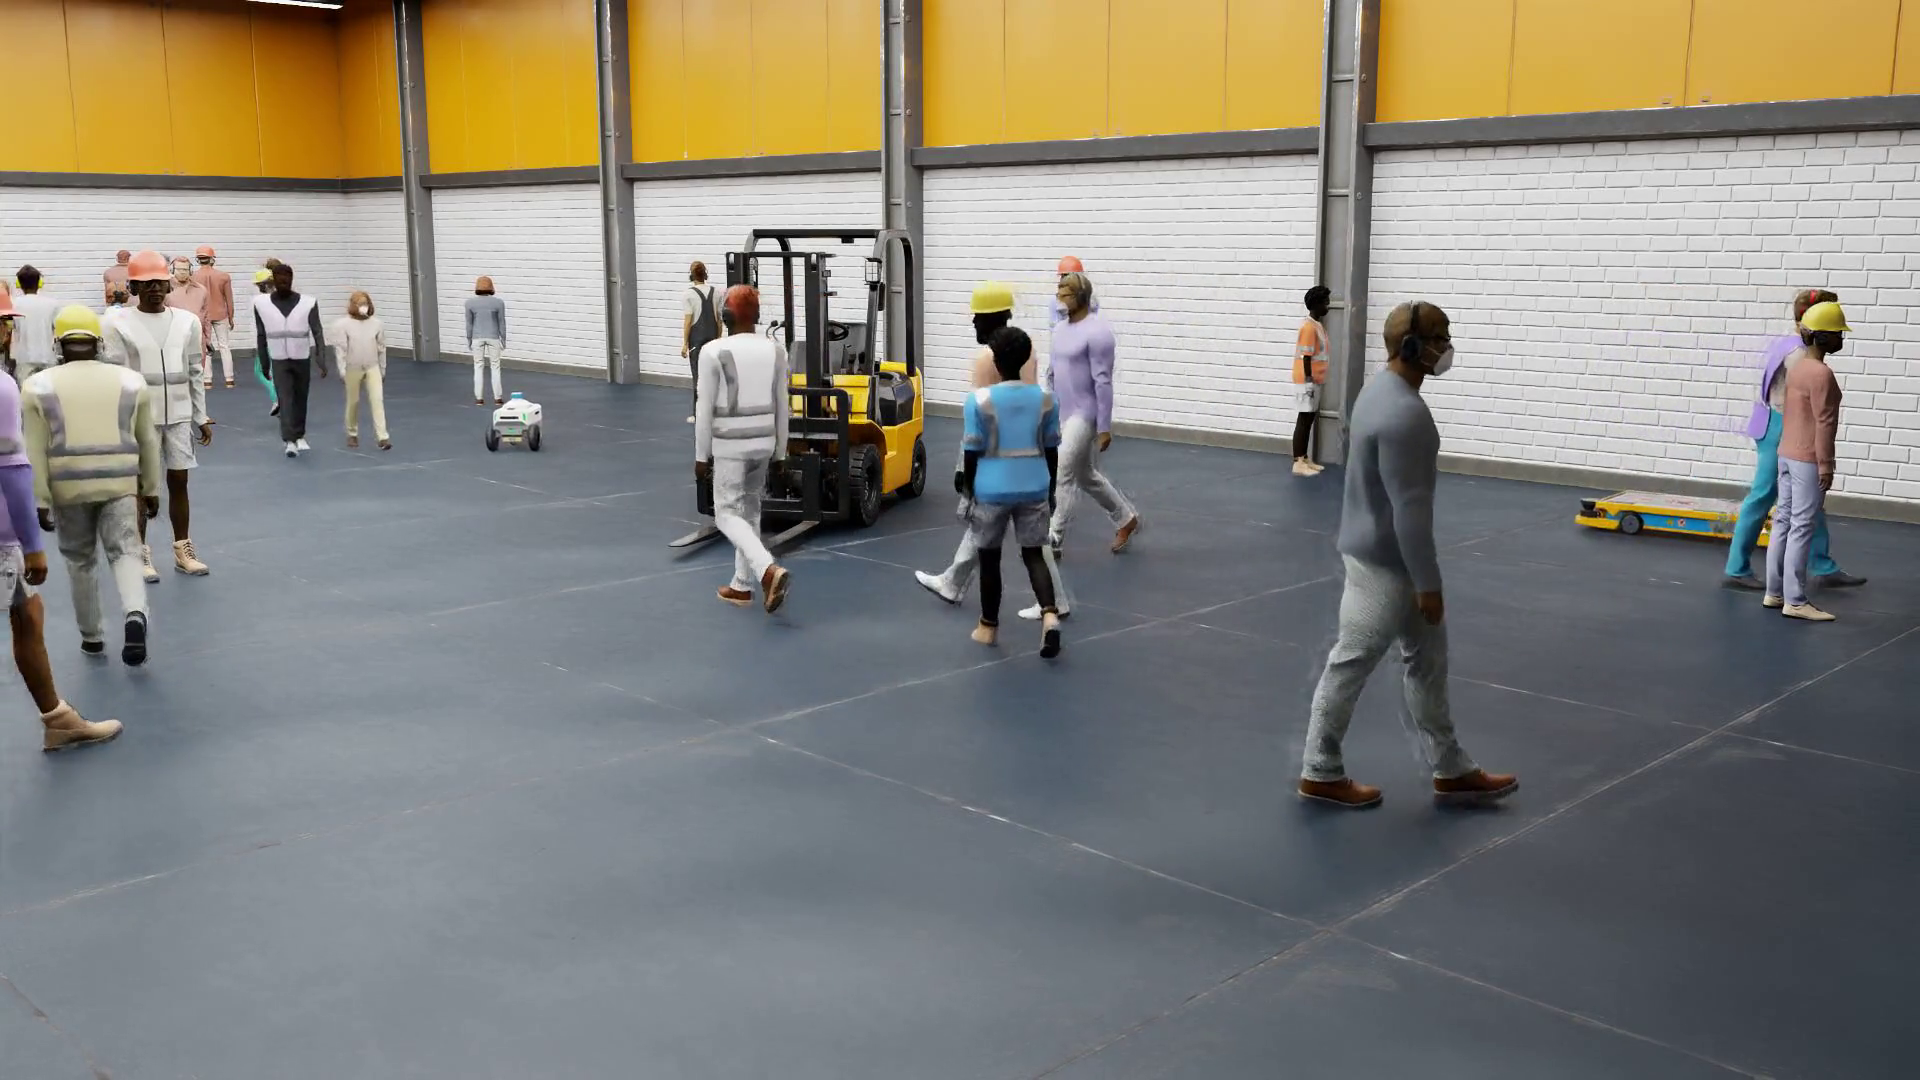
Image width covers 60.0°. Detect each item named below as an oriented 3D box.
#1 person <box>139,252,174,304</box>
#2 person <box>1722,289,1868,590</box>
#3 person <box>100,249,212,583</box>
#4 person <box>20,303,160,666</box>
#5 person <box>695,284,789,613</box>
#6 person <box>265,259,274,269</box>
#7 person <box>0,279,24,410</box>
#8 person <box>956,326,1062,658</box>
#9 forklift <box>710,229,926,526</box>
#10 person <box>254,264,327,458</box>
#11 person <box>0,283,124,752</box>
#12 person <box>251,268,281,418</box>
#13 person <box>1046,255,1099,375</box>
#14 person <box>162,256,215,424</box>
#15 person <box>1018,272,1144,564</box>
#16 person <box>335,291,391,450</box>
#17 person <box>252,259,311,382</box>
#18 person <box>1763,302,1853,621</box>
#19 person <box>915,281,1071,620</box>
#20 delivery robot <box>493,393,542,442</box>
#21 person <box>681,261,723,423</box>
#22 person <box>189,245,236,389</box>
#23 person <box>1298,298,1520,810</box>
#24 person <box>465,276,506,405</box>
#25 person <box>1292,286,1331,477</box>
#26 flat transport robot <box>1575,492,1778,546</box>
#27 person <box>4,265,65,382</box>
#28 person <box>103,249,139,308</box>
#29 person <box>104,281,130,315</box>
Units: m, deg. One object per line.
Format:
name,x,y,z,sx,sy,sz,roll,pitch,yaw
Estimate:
person,-11.235,-3.103,23.481,0.739,1.884,0.433,1,10,5
person,5.031,-0.568,9.864,0.872,1.803,0.559,6,12,30
person,-4.952,-0.765,10.304,0.392,2.045,0.608,10,14,43
person,-4.259,-0.260,8.213,0.599,1.809,0.758,-8,13,-35
person,-1.180,-0.498,9.359,0.581,1.866,0.766,-9,14,-41
person,-10.645,-3.475,25.877,0.520,1.758,0.344,5,11,24
person,-11.683,-2.367,20.223,0.851,1.593,0.543,-3,11,-15
person,0.260,-0.237,8.434,0.572,1.692,0.585,-4,11,-19
forklift,-1.050,-1.319,12.920,1.214,2.155,2.313,2,11,13
person,-6.516,-1.748,16.214,0.611,1.854,1.043,-4,11,-22
person,-3.892,-0.047,6.507,0.625,2.014,0.999,7,13,35
person,-8.043,-2.294,19.438,0.388,1.738,0.562,7,12,33
person,1.061,-1.746,15.942,0.543,1.941,0.353,-6,12,-31
person,-8.671,-2.221,18.637,0.404,1.903,0.636,8,13,36
person,0.828,-0.802,10.908,0.939,1.907,0.643,-5,11,-24
person,-5.979,-1.688,16.620,0.507,1.582,0.889,-7,12,-33
person,-9.654,-3.080,23.618,0.993,1.786,0.629,10,14,43
person,4.749,-0.440,9.297,0.313,1.769,0.525,1,10,5
person,0.183,-0.492,9.276,1.031,1.871,0.603,5,11,25
delivery robot,-4.431,-1.233,16.666,0.477,0.478,0.707,0,10,-1
person,-2.922,-2.232,18.864,0.507,1.840,0.343,-8,13,-38
person,-10.454,-3.104,23.206,0.612,1.991,0.391,-5,12,-27
person,1.691,0.086,6.047,0.928,1.897,0.647,2,11,11
person,-5.980,-2.518,21.017,0.495,1.623,0.287,-2,11,-10
person,3.125,-1.413,14.804,0.317,1.693,0.535,4,11,22
flat transport robot,5.234,-0.168,11.891,1.431,0.197,0.652,9,14,40
person,-8.798,-1.685,15.847,0.554,1.846,0.767,-7,12,-32
person,-13.576,-3.779,27.147,0.639,1.902,0.402,-3,11,-18
person,-8.944,-1.929,17.757,0.309,1.641,0.513,-9,14,-40
